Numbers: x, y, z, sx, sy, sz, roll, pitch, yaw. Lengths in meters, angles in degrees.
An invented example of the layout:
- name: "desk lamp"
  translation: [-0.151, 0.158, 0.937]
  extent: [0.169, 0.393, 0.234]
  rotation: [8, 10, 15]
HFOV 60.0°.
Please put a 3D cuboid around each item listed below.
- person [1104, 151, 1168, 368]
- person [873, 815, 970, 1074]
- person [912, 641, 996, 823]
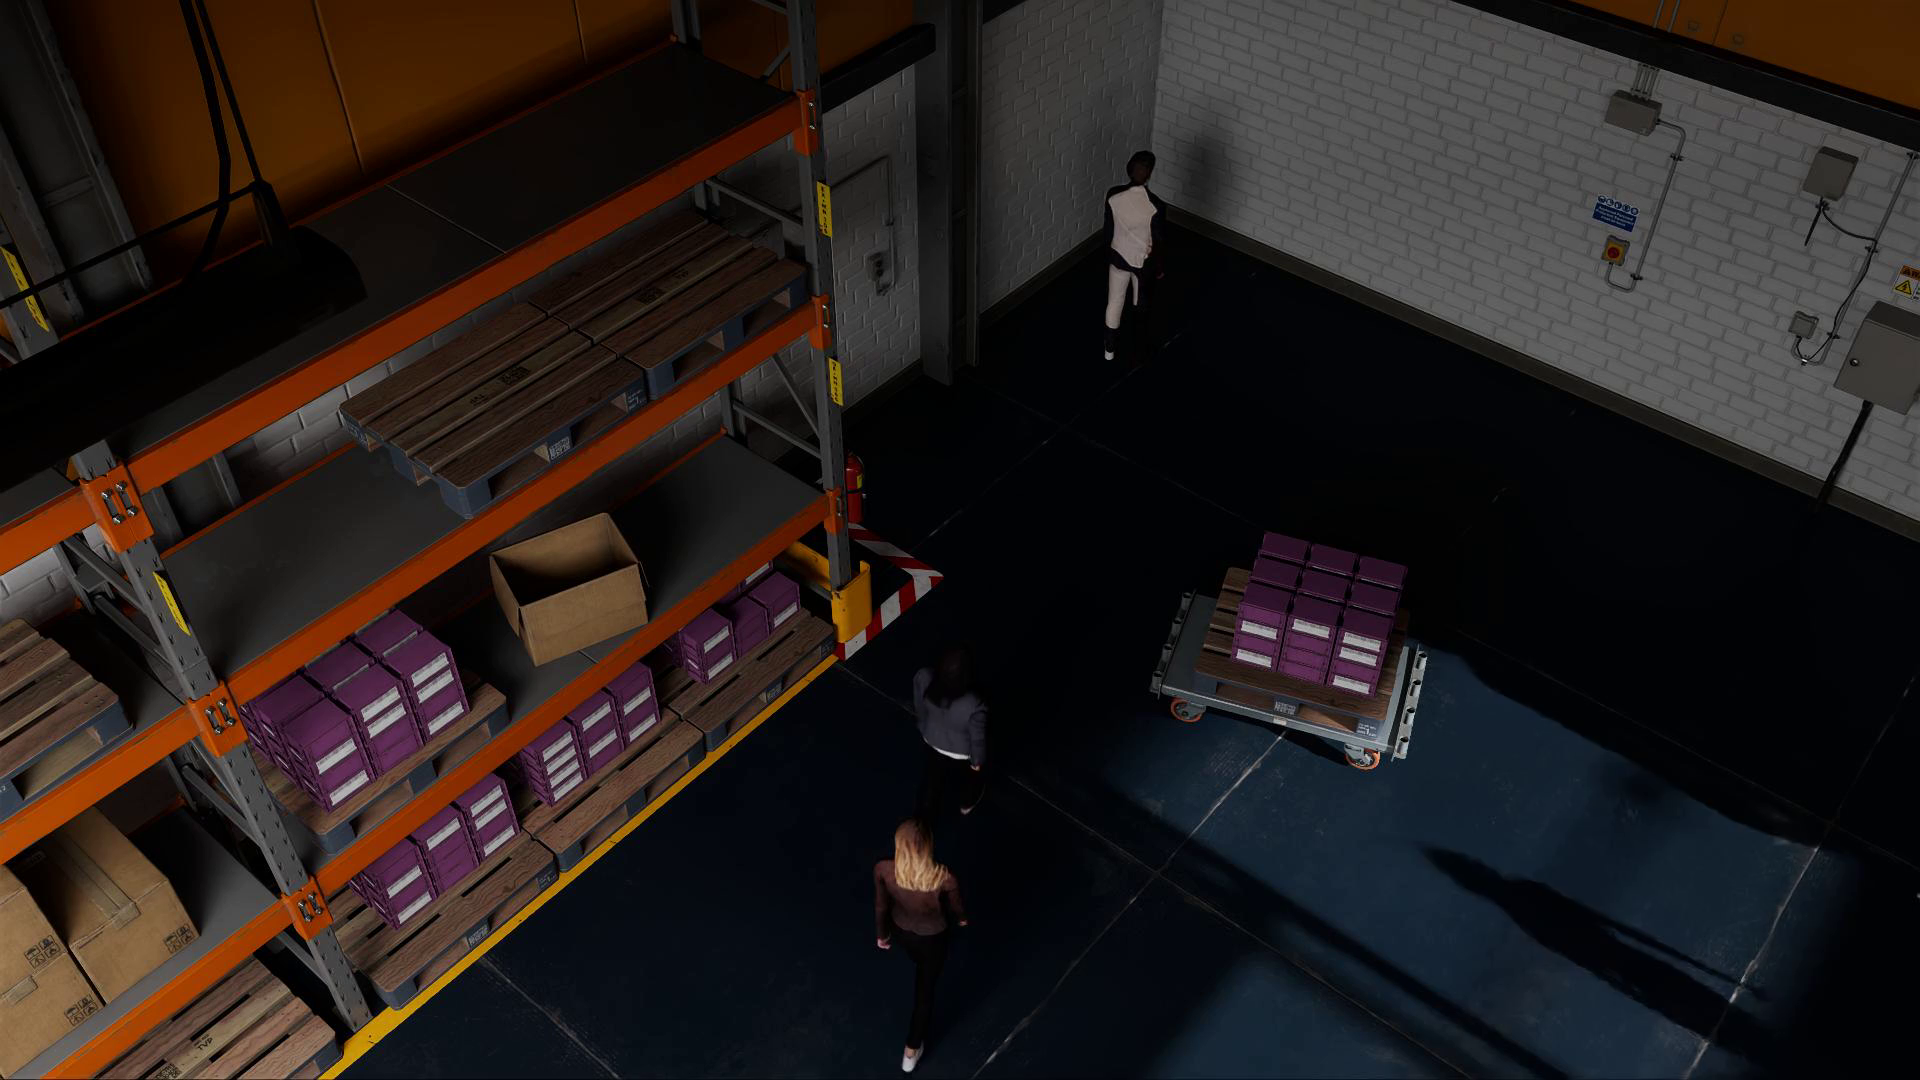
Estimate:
- name: "person"
  translation: [1.369, -2.215, 13.144]
  extent: [0.730, 1.893, 0.669]
  rotation: [19, 47, 19]
- name: "person"
  translation: [-0.225, 2.137, 8.741]
  extent: [0.897, 1.663, 1.175]
  rotation: [11, 45, 12]
- name: "person"
  translation: [-0.069, 1.191, 9.793]
  extent: [0.756, 1.582, 0.933]
  rotation: [23, 48, 22]
